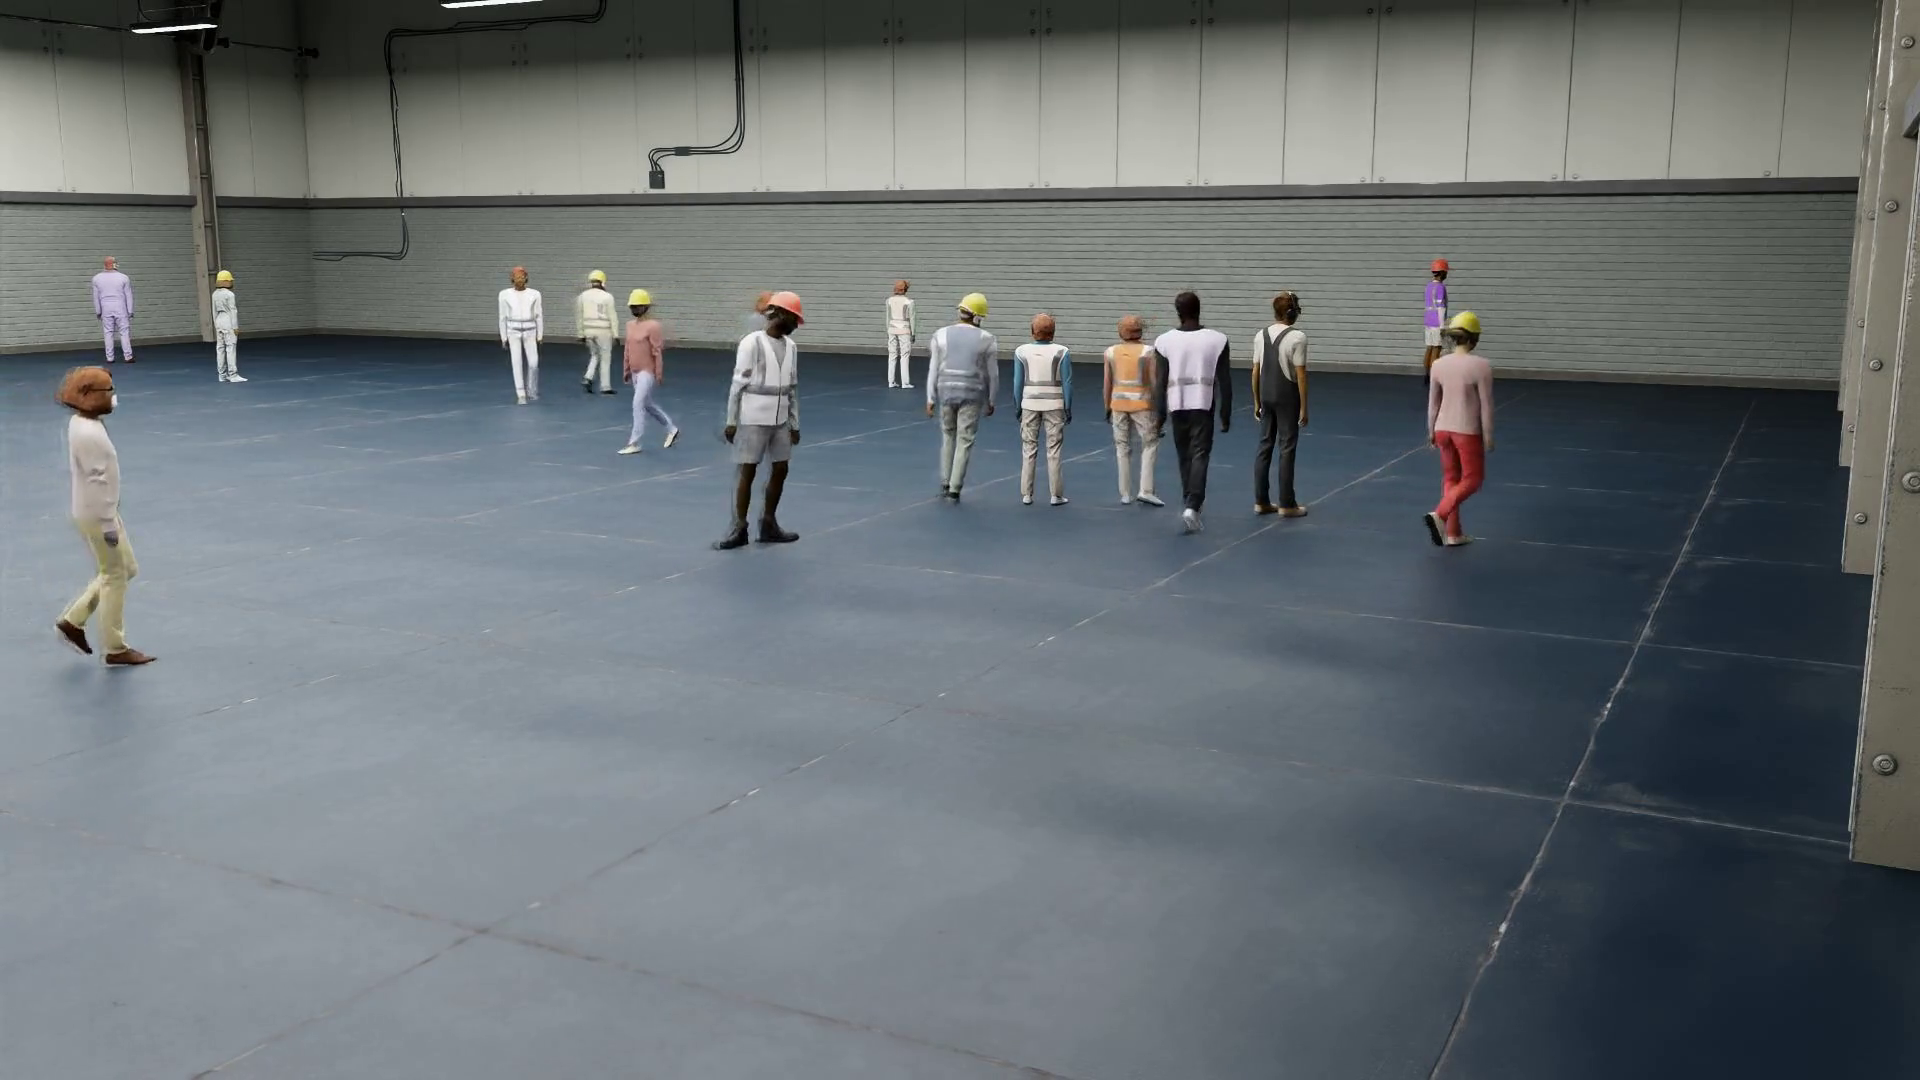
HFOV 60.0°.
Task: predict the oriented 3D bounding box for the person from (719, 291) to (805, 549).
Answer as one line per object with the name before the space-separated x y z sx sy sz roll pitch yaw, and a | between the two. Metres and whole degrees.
person | -1.471 -0.868 12.231 0.397 1.893 0.730 10 14 42

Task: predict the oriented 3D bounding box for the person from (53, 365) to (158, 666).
person | -4.569 -0.117 8.826 0.402 1.620 0.525 -6 12 -31

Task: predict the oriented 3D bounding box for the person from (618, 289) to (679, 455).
person | -3.323 -1.803 17.684 0.527 1.736 0.837 10 14 43

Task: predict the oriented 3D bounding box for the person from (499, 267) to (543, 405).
person | -5.952 -2.766 22.583 0.572 1.868 0.430 -3 11 -17

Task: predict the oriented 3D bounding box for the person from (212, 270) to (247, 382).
person | -11.534 -3.362 26.186 0.487 1.744 0.312 6 12 29

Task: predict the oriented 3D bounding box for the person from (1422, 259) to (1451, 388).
person | 7.208 -3.266 25.120 0.345 1.942 0.551 -1 10 -7

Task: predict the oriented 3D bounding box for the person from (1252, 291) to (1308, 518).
person | 2.621 -1.104 13.597 0.328 1.844 0.511 -10 14 -42

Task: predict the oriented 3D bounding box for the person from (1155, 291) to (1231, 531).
person | 1.825 -1.027 13.156 0.604 1.865 1.010 3 11 15

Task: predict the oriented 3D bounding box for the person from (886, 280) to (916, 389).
person | -0.893 -3.088 25.010 0.509 1.629 0.316 5 12 27

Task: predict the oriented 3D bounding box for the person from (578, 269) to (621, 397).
person | -5.148 -2.952 23.768 0.619 1.809 0.456 5 12 26

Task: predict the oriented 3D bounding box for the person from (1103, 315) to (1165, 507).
person | 1.477 -1.092 14.156 0.603 1.616 0.402 5 12 25

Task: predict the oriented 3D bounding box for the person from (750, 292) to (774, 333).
person | -2.438 -2.300 20.836 0.871 1.589 0.502 9 14 42

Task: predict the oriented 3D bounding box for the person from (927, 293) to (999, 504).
person | 0.053 -1.235 14.450 0.608 1.796 0.796 3 11 15

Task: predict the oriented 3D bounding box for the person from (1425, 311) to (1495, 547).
person | 3.600 -0.787 12.112 0.599 1.748 0.539 -7 13 -35

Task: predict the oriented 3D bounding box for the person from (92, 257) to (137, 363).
person | -15.198 -4.124 29.909 0.643 1.905 0.399 -2 11 -10

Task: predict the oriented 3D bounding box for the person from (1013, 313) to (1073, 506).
person | 0.708 -1.106 14.159 0.521 1.644 0.307 3 11 15
